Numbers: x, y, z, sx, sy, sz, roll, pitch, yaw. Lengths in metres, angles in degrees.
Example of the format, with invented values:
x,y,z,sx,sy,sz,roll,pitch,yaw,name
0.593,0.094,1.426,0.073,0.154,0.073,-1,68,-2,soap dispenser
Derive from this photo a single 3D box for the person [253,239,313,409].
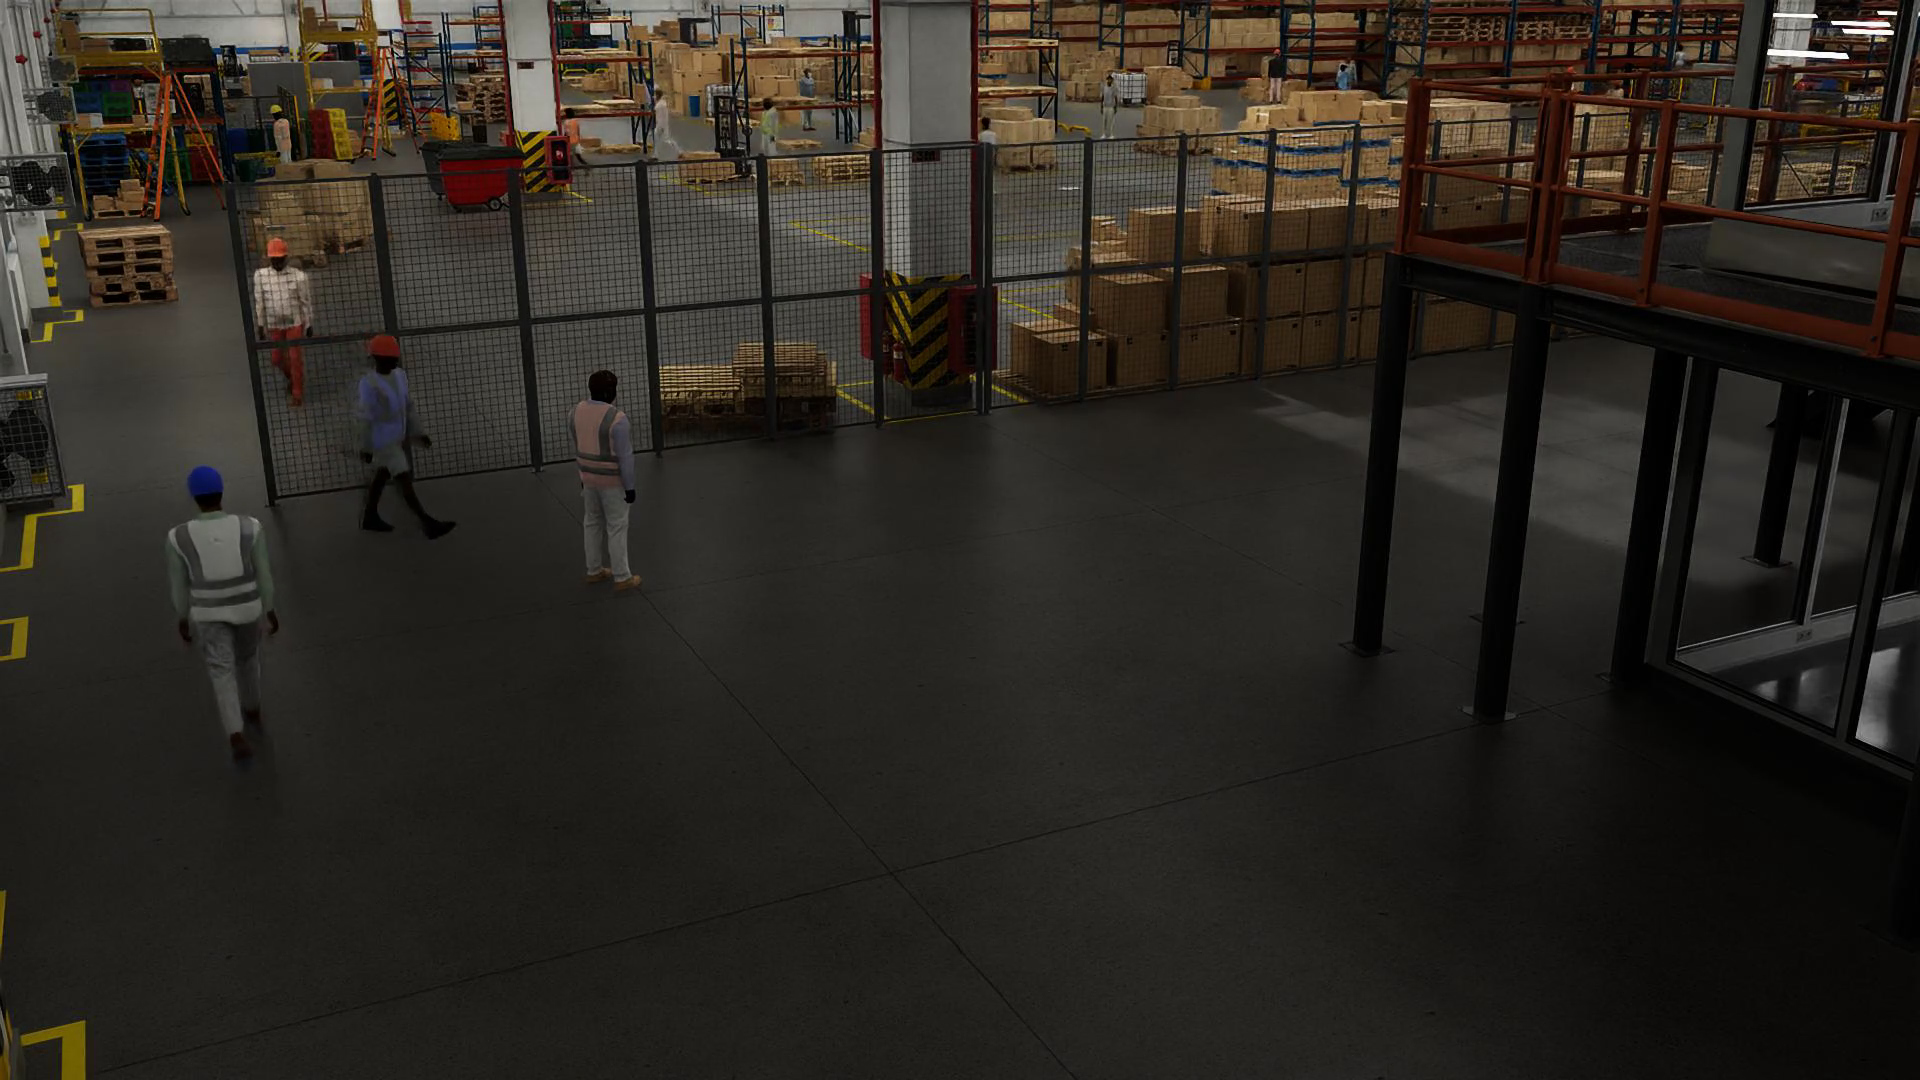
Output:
x,y,z,sx,sy,sz,roll,pitch,yaw,name
-7.846,-2.534,19.371,0.641,1.977,0.592,-2,19,-6,person

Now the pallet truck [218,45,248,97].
x,y,z,sx,sy,sz,roll,pitch,yaw,name
-28.879,-18.665,66.111,0.823,1.965,1.885,-3,19,-9,pallet truck

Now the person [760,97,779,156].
x,y,z,sx,sy,sz,roll,pitch,yaw,name
-4.789,-10.220,41.897,0.442,1.829,0.627,-11,22,-29,person

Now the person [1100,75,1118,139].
x,y,z,sx,sy,sz,roll,pitch,yaw,name
4.454,-12.948,49.754,0.516,1.860,0.321,8,21,22,person

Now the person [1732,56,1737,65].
x,y,z,sx,sy,sz,roll,pitch,yaw,name
31.346,-18.810,67.148,0.558,1.578,0.878,-4,19,-12,person

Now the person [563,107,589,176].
x,y,z,sx,sy,sz,roll,pitch,yaw,name
-9.458,-9.743,40.746,0.757,1.668,0.536,13,23,34,person

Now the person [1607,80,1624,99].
x,y,z,sx,sy,sz,roll,pitch,yaw,name
18.902,-12.402,48.068,0.570,1.921,0.464,-5,20,-15,person

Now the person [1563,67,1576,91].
x,y,z,sx,sy,sz,roll,pitch,yaw,name
19.186,-13.956,52.548,0.542,1.939,0.362,-16,25,-39,person

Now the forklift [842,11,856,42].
x,y,z,sx,sy,sz,roll,pitch,yaw,name
-5.546,-25.072,83.349,1.873,2.768,1.129,-9,21,-25,forklift

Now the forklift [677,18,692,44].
x,y,z,sx,sy,sz,roll,pitch,yaw,name
-11.853,-21.129,71.919,1.873,2.768,1.129,2,19,5,forklift

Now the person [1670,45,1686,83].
x,y,z,sx,sy,sz,roll,pitch,yaw,name
31.451,-20.819,72.843,0.543,1.678,0.594,-2,19,-6,person

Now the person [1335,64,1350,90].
x,y,z,sx,sy,sz,roll,pitch,yaw,name
13.449,-15.865,58.468,0.577,1.672,0.452,-6,20,-17,person

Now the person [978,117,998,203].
x,y,z,sx,sy,sz,roll,pitch,yaw,name
0.558,-8.221,36.042,0.549,1.857,0.433,-12,22,-31,person

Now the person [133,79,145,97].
x,y,z,sx,sy,sz,roll,pitch,yaw,name
-25.315,-13.404,51.419,0.521,1.632,0.313,6,20,18,person

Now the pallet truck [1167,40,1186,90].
x,y,z,sx,sy,sz,roll,pitch,yaw,name
9.045,-19.971,69.895,0.823,1.965,1.885,-3,19,-8,pallet truck

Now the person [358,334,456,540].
x,y,z,sx,sy,sz,roll,pitch,yaw,name
-5.045,-0.925,14.879,1.037,1.871,0.550,4,20,12,person

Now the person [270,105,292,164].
x,y,z,sx,sy,sz,roll,pitch,yaw,name
-15.621,-9.048,38.353,0.378,1.918,0.585,1,19,3,person

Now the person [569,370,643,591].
x,y,z,sx,sy,sz,roll,pitch,yaw,name
-2.905,-0.493,13.692,0.623,1.835,0.431,12,23,32,person

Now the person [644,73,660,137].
x,y,z,sx,sy,sz,roll,pitch,yaw,name
-9.366,-13.215,50.489,0.595,1.890,0.963,-7,20,-18,person

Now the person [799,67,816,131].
x,y,z,sx,sy,sz,roll,pitch,yaw,name
-4.759,-13.794,52.078,0.372,1.940,0.632,13,23,33,person

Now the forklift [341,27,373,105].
x,y,z,sx,sy,sz,roll,pitch,yaw,name
-22.275,-17.346,60.954,1.873,2.768,1.129,-9,21,-25,forklift

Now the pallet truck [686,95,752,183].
x,y,z,sx,sy,sz,roll,pitch,yaw,name
-5.836,-9.608,39.856,0.823,1.965,1.885,10,22,27,pallet truck

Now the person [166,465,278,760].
x,y,z,sx,sy,sz,roll,pitch,yaw,name
-4.783,0.458,10.838,0.616,1.904,0.968,-10,22,-28,person

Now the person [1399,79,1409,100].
x,y,z,sx,sy,sz,roll,pitch,yaw,name
13.881,-13.528,51.791,0.510,1.615,0.728,2,19,5,person

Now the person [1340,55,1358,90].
x,y,z,sx,sy,sz,roll,pitch,yaw,name
14.181,-16.738,60.729,0.724,1.855,0.766,2,19,6,person

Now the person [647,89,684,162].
x,y,z,sx,sy,sz,roll,pitch,yaw,name
-7.765,-10.916,43.802,0.956,1.908,0.644,-6,20,-17,person

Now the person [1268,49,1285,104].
x,y,z,sx,sy,sz,roll,pitch,yaw,name
11.845,-17.354,62.312,0.610,1.996,0.384,6,20,18,person
